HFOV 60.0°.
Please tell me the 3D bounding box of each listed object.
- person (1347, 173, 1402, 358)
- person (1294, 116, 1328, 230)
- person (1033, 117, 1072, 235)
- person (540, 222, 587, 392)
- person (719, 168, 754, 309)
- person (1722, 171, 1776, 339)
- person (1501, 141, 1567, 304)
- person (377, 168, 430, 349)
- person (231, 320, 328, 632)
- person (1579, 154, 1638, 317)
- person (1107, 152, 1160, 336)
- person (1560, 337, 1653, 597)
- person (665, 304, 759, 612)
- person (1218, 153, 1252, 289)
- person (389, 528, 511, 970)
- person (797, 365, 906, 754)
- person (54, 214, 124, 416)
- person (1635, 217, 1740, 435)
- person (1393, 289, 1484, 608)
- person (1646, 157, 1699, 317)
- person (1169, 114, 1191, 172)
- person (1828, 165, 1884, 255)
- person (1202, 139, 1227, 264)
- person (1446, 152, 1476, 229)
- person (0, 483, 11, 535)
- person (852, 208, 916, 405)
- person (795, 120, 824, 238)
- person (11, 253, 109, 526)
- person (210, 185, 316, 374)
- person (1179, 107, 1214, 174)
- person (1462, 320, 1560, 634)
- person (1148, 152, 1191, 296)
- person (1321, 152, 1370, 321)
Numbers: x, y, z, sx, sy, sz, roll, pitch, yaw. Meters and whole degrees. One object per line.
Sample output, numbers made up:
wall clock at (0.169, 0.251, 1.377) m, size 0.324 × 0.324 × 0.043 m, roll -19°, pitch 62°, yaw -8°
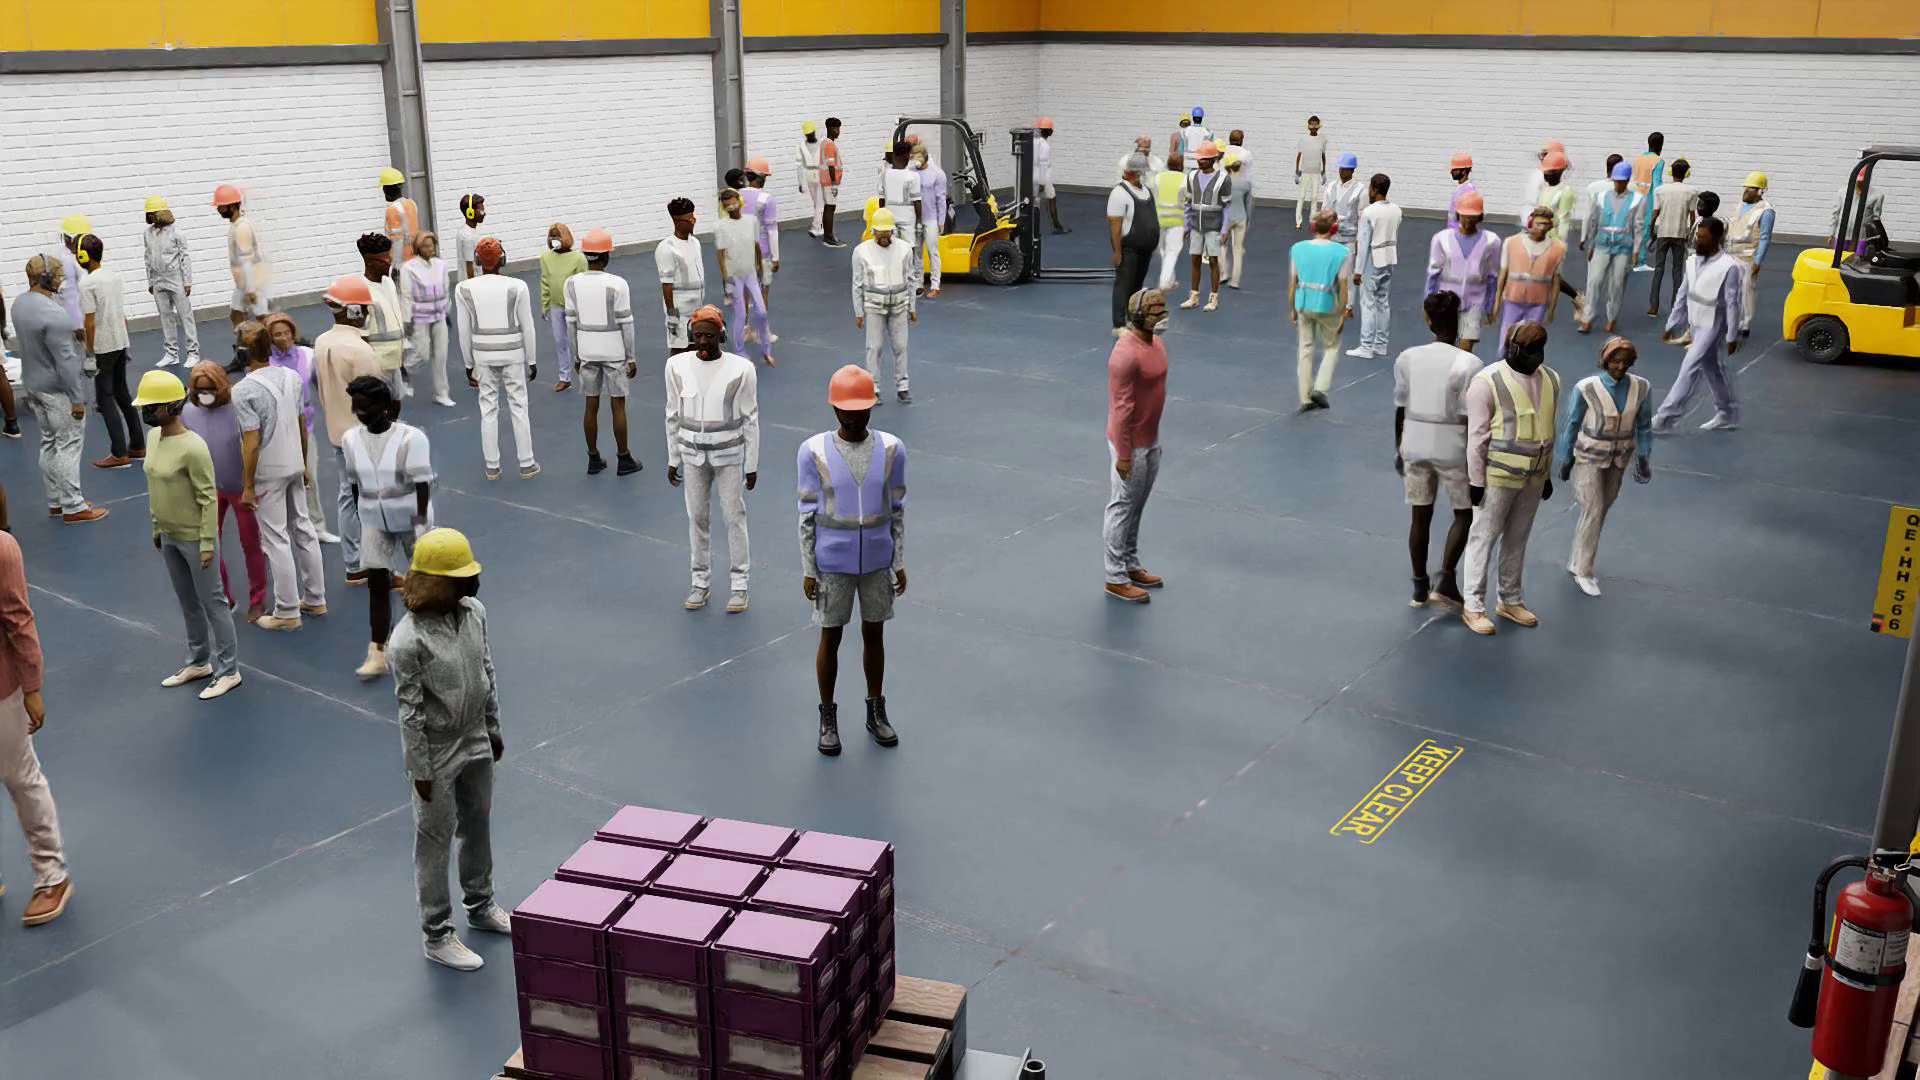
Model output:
person at (4.381, -2.873, 17.463) m, size 0.592 × 1.912 × 0.384 m, roll -15°, pitch 23°, yaw -38°
person at (5.798, -6.057, 27.480) m, size 0.535 × 1.868 × 0.309 m, roll 0°, pitch 18°, yaw 0°
person at (1.292, -5.853, 26.812) m, size 0.986 × 1.893 × 0.555 m, roll -6°, pitch 19°, yaw -17°
person at (-3.746, -2.203, 15.815) m, size 0.497 × 1.627 × 0.287 m, roll 5°, pitch 18°, yaw 16°
person at (-2.749, -3.672, 20.294) m, size 0.320 × 1.697 × 0.537 m, roll -11°, pitch 21°, yaw -30°
person at (8.706, -3.163, 18.479) m, size 0.404 × 1.837 × 0.589 m, roll -5°, pitch 18°, yaw -14°
person at (7.125, -3.888, 20.486) m, size 0.818 × 1.989 × 0.624 m, roll -3°, pitch 18°, yaw -9°
person at (-6.004, -3.024, 17.902) m, size 0.386 × 1.922 × 0.594 m, roll 1°, pitch 18°, yaw 3°
person at (-4.006, -0.372, 9.739) m, size 0.328 × 1.842 × 0.514 m, roll 6°, pitch 19°, yaw 19°
person at (7.658, -3.588, 19.679) m, size 0.598 × 1.915 × 0.375 m, roll 3°, pitch 18°, yaw 8°
person at (1.978, -3.331, 18.676) m, size 0.535 × 2.000 × 0.690 m, roll 13°, pitch 22°, yaw 36°
person at (4.048, -0.457, 10.371) m, size 0.507 × 1.612 × 0.636 m, roll -3°, pitch 18°, yaw -11°
person at (-1.491, -0.488, 10.049) m, size 0.575 × 1.880 × 0.358 m, roll 3°, pitch 18°, yaw 10°
person at (3.550, -4.187, 21.822) m, size 0.553 × 1.734 × 0.572 m, roll -4°, pitch 18°, yaw -13°
person at (-1.898, 0.785, 6.298) m, size 0.321 × 1.737 × 0.485 m, roll 8°, pitch 19°, yaw 22°
person at (-0.511, 0.097, 8.120) m, size 0.543 × 1.938 × 0.357 m, roll -6°, pitch 19°, yaw -17°
person at (-7.883, -2.003, 14.906) m, size 0.550 × 1.817 × 0.610 m, roll -4°, pitch 18°, yaw -12°
person at (6.343, -1.826, 14.265) m, size 1.034 × 1.858 × 0.608 m, roll -3°, pitch 18°, yaw -9°
person at (2.892, -0.533, 10.110) m, size 0.649 × 1.931 × 0.466 m, roll 16°, pitch 24°, yaw 42°
person at (8.432, -3.581, 19.732) m, size 0.520 × 1.873 × 0.335 m, roll 8°, pitch 19°, yaw 24°
person at (3.994, -6.726, 29.765) m, size 0.531 × 1.754 × 0.342 m, roll -2°, pitch 18°, yaw -6°
person at (11.029, -3.776, 20.548) m, size 0.563 × 1.742 × 0.338 m, roll 12°, pitch 22°, yaw 34°
person at (3.668, -4.872, 23.940) m, size 0.527 × 1.768 × 0.331 m, roll -16°, pitch 24°, yaw -41°
person at (5.904, -3.616, 19.750) m, size 0.389 × 1.930 × 0.544 m, roll 3°, pitch 18°, yaw 9°
person at (-6.539, -0.784, 10.878) m, size 0.370 × 1.933 × 0.553 m, roll -5°, pitch 18°, yaw -16°
person at (-0.696, -2.151, 15.354) m, size 0.601 × 1.817 × 0.403 m, roll -5°, pitch 19°, yaw -17°
person at (-2.314, -5.781, 26.647) m, size 0.594 × 1.840 × 1.015 m, roll 2°, pitch 18°, yaw 8°
person at (-6.385, -1.053, 11.736) m, size 0.639 × 1.928 × 0.369 m, roll 14°, pitch 22°, yaw 36°
person at (-7.034, -2.617, 16.698) m, size 0.911 × 1.902 × 0.550 m, roll -10°, pitch 20°, yaw -28°
person at (4.059, -6.466, 28.658) m, size 0.600 × 1.940 × 0.419 m, roll 3°, pitch 18°, yaw 10°
person at (3.234, -0.372, 9.741) m, size 0.627 × 1.844 × 0.429 m, roll -8°, pitch 19°, yaw -24°
person at (2.694, -4.047, 21.315) m, size 0.633 × 1.804 × 0.925 m, roll 8°, pitch 19°, yaw 24°
person at (4.498, -3.574, 19.581) m, size 0.605 × 1.951 × 0.380 m, roll 16°, pitch 24°, yaw 41°
